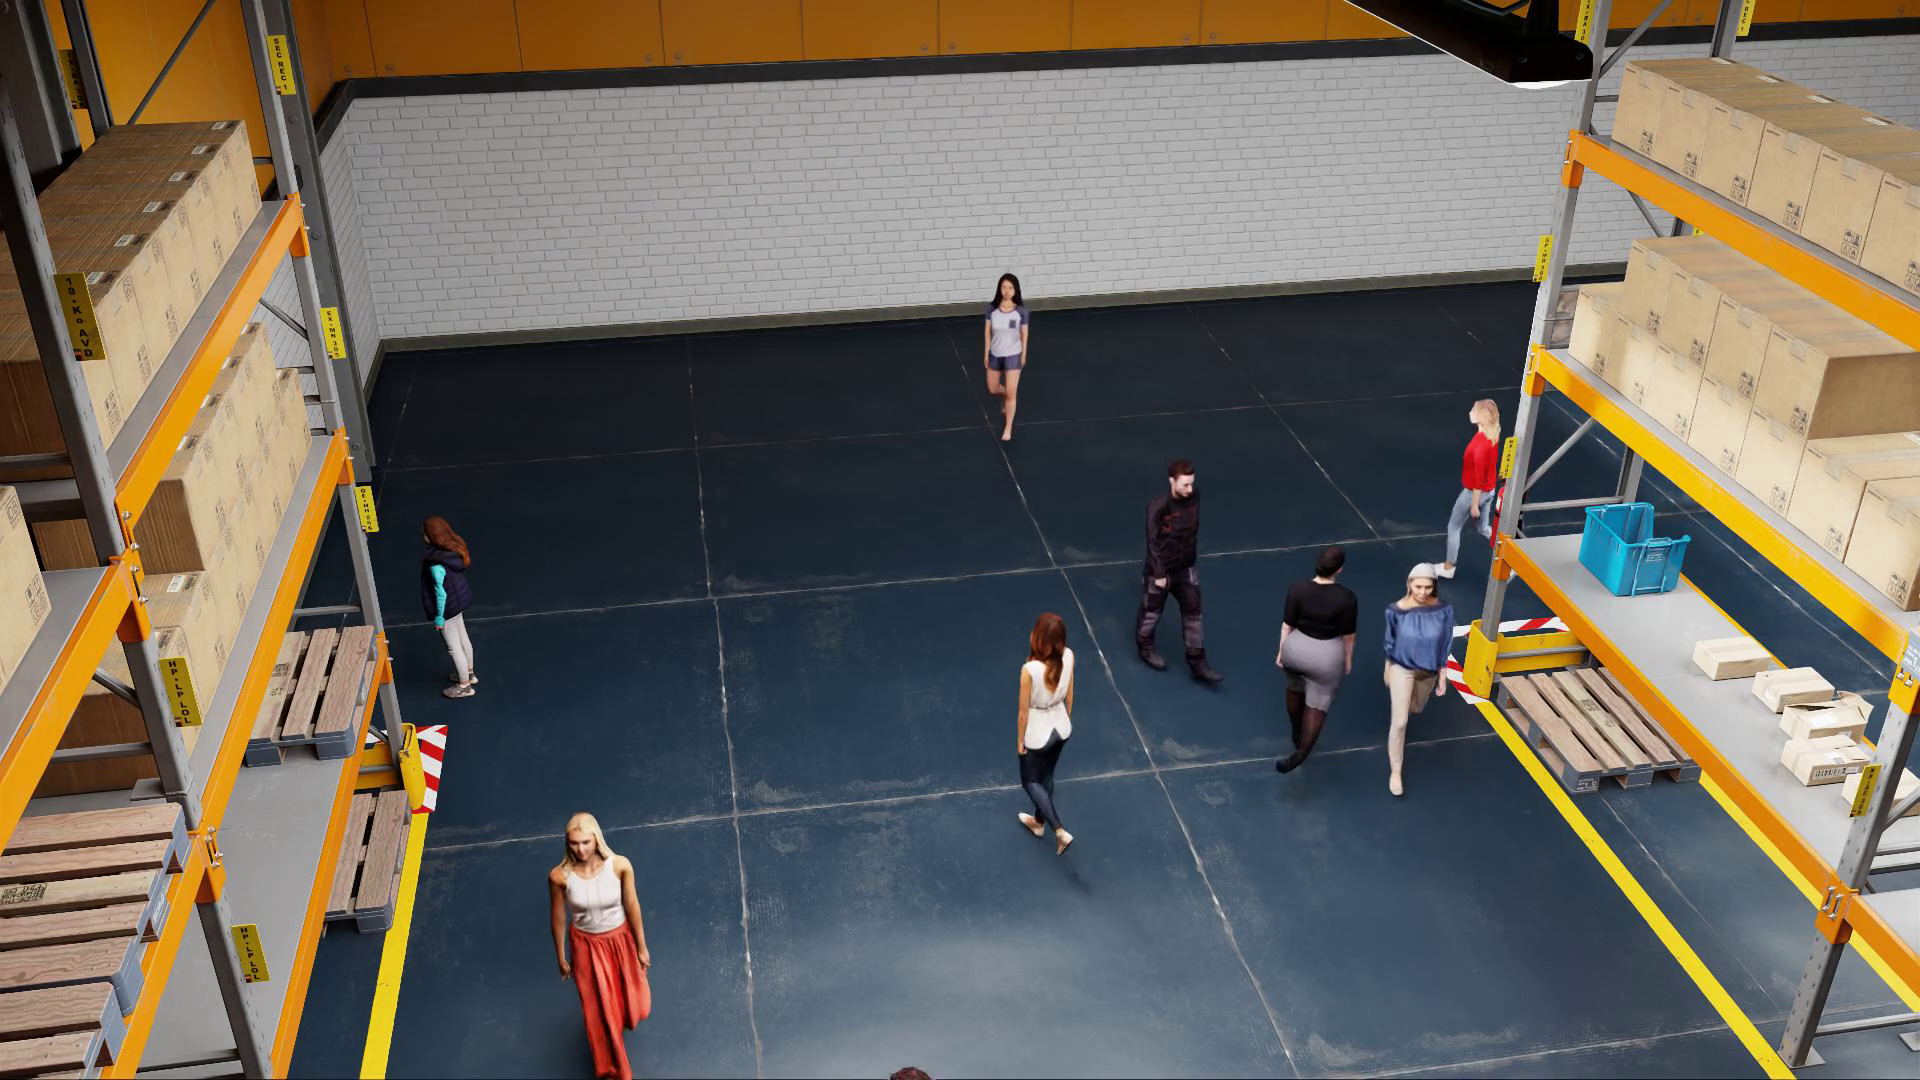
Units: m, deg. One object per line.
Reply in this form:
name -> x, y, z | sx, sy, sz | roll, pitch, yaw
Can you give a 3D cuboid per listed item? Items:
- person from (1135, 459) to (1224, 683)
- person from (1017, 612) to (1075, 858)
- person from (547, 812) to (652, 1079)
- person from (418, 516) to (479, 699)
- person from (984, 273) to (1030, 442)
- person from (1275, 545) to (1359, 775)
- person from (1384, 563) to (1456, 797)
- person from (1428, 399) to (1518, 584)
person -> 1.553, 0.172, 12.699 | 0.920, 1.869, 1.128 | -17, 33, -28
person -> 0.594, 1.286, 10.760 | 0.789, 1.771, 0.990 | -16, 32, -27
person -> -1.954, 2.184, 9.095 | 0.674, 1.789, 0.872 | -7, 29, -12
person -> -3.844, 0.489, 12.504 | 0.668, 1.500, 0.558 | -1, 29, -1
person -> 0.469, -1.876, 16.637 | 0.808, 1.694, 0.960 | 7, 29, 12
person -> 2.430, 0.890, 11.537 | 1.037, 1.722, 1.176 | 10, 30, 18
person -> 3.158, 0.880, 11.610 | 0.775, 1.669, 1.139 | 1, 29, 1
person -> 4.393, -0.362, 13.873 | 1.082, 1.683, 1.040 | 17, 33, 28
